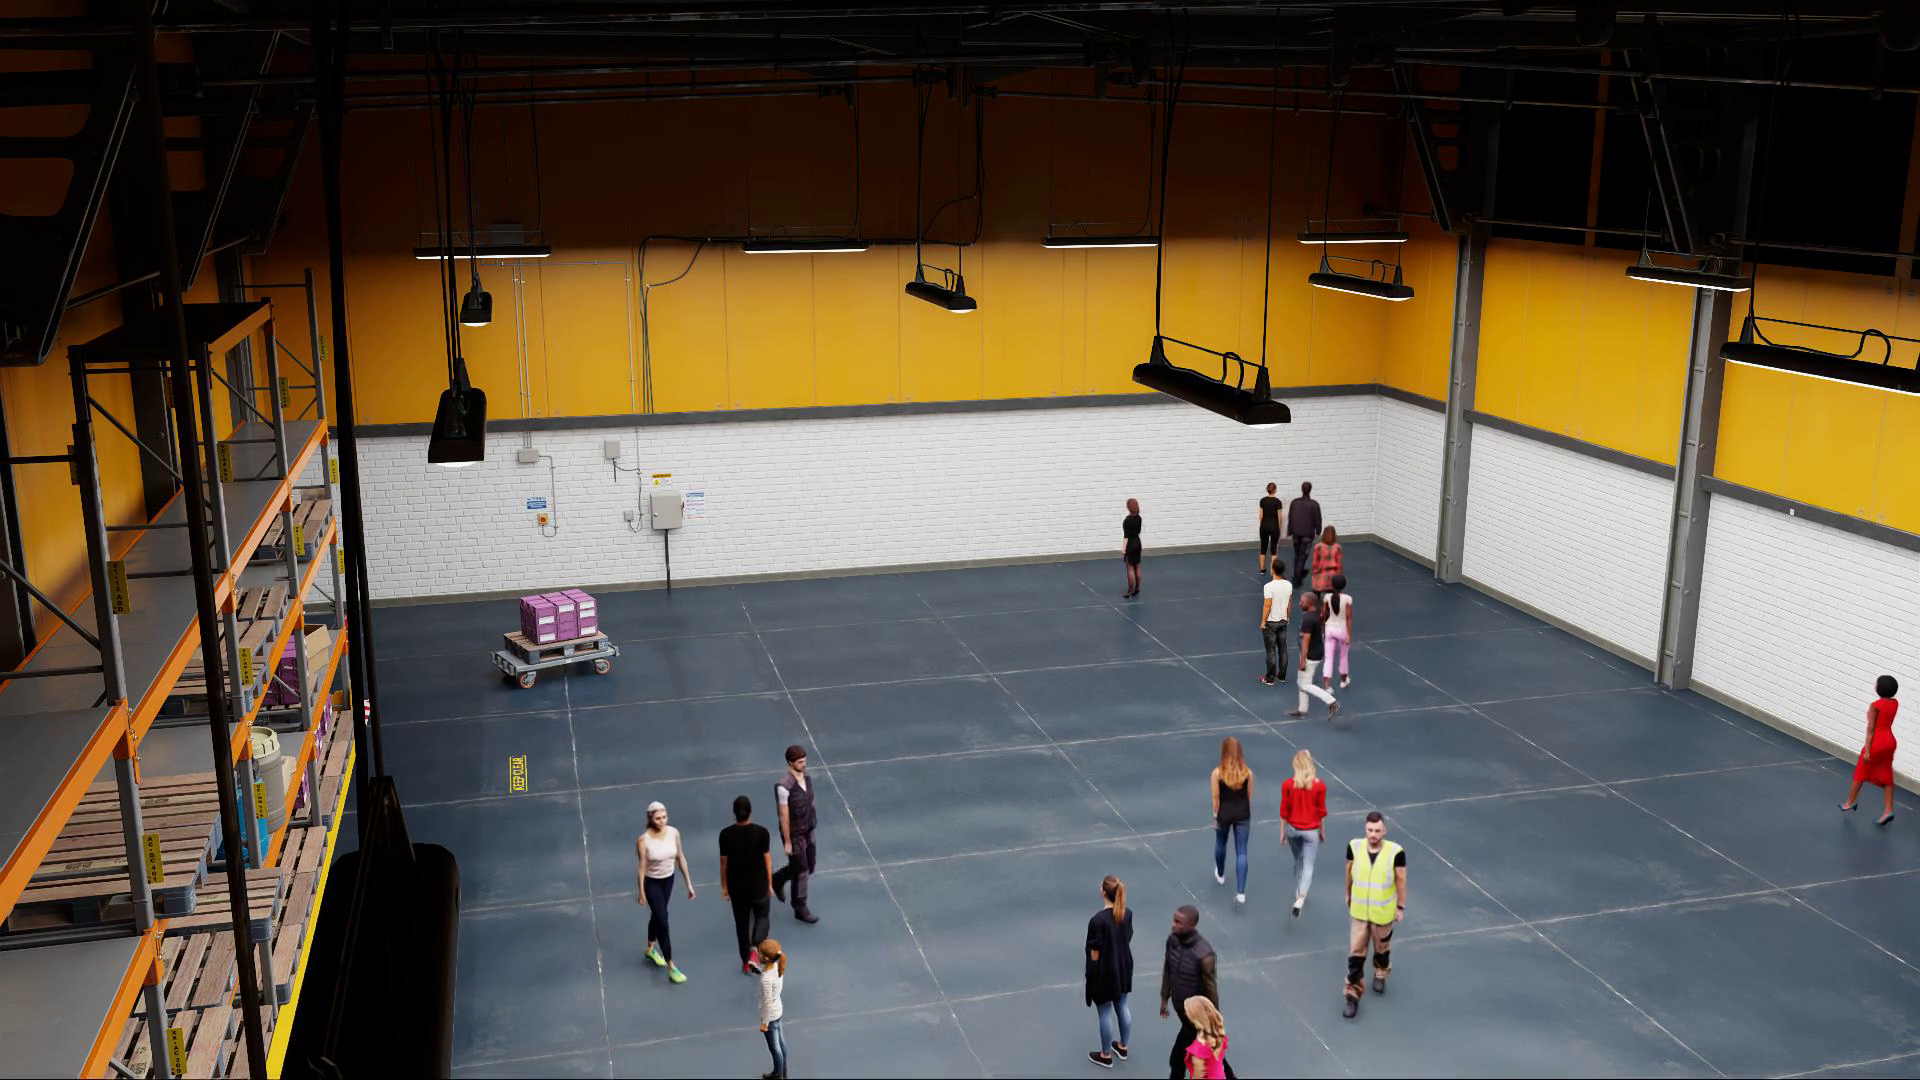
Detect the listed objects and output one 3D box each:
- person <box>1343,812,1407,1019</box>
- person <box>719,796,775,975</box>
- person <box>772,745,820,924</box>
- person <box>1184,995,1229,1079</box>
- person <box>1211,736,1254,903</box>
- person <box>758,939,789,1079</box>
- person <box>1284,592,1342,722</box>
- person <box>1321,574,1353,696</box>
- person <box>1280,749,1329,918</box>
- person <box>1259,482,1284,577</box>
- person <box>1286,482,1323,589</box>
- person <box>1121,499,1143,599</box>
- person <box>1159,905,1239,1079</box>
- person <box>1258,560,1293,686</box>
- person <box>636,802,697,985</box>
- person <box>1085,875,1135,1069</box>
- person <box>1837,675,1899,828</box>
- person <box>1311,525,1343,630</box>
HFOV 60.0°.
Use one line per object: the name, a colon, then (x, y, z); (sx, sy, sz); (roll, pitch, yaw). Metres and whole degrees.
person: (3.723, 3.275, 14.895); (1.071, 1.818, 1.193); (5, 15, 21)
person: (-1.956, 3.213, 15.291); (0.766, 1.751, 0.902); (0, 14, 2)
person: (-1.690, 2.888, 16.476); (1.039, 1.825, 0.981); (8, 16, 29)
person: (1.867, 4.057, 11.920); (0.919, 1.698, 0.855); (11, 17, 38)
person: (2.785, 2.868, 16.867); (0.835, 1.681, 1.169); (1, 14, 5)
person: (-1.519, 3.862, 13.536); (0.603, 1.316, 0.521); (2, 14, 9)
person: (4.713, 1.573, 22.003); (1.062, 1.780, 1.053); (6, 15, 24)
person: (5.206, 1.338, 23.115); (0.981, 1.712, 1.064); (7, 15, 27)
person: (3.418, 2.945, 16.552); (0.972, 1.679, 1.162); (4, 14, 16)
person: (5.519, -0.212, 29.610); (0.642, 1.668, 0.713); (9, 16, 33)
person: (5.886, -0.061, 28.708); (1.135, 1.801, 1.154); (10, 17, 36)
person: (2.920, 0.131, 28.116); (0.670, 1.705, 0.659); (12, 18, 41)
person: (1.914, 3.719, 13.131); (0.890, 1.784, 1.163); (-7, 15, -25)
person: (4.495, 1.159, 23.666); (0.693, 1.803, 0.620); (-8, 16, -29)
person: (-2.850, 3.208, 15.481); (1.122, 1.671, 0.957); (12, 18, 41)
person: (1.266, 3.589, 13.886); (0.697, 1.683, 0.672); (-9, 16, -33)
person: (10.419, 2.398, 18.721); (0.688, 1.721, 0.920); (-5, 15, -21)
person: (5.752, 0.619, 26.124); (0.746, 1.695, 0.799); (1, 14, 5)
